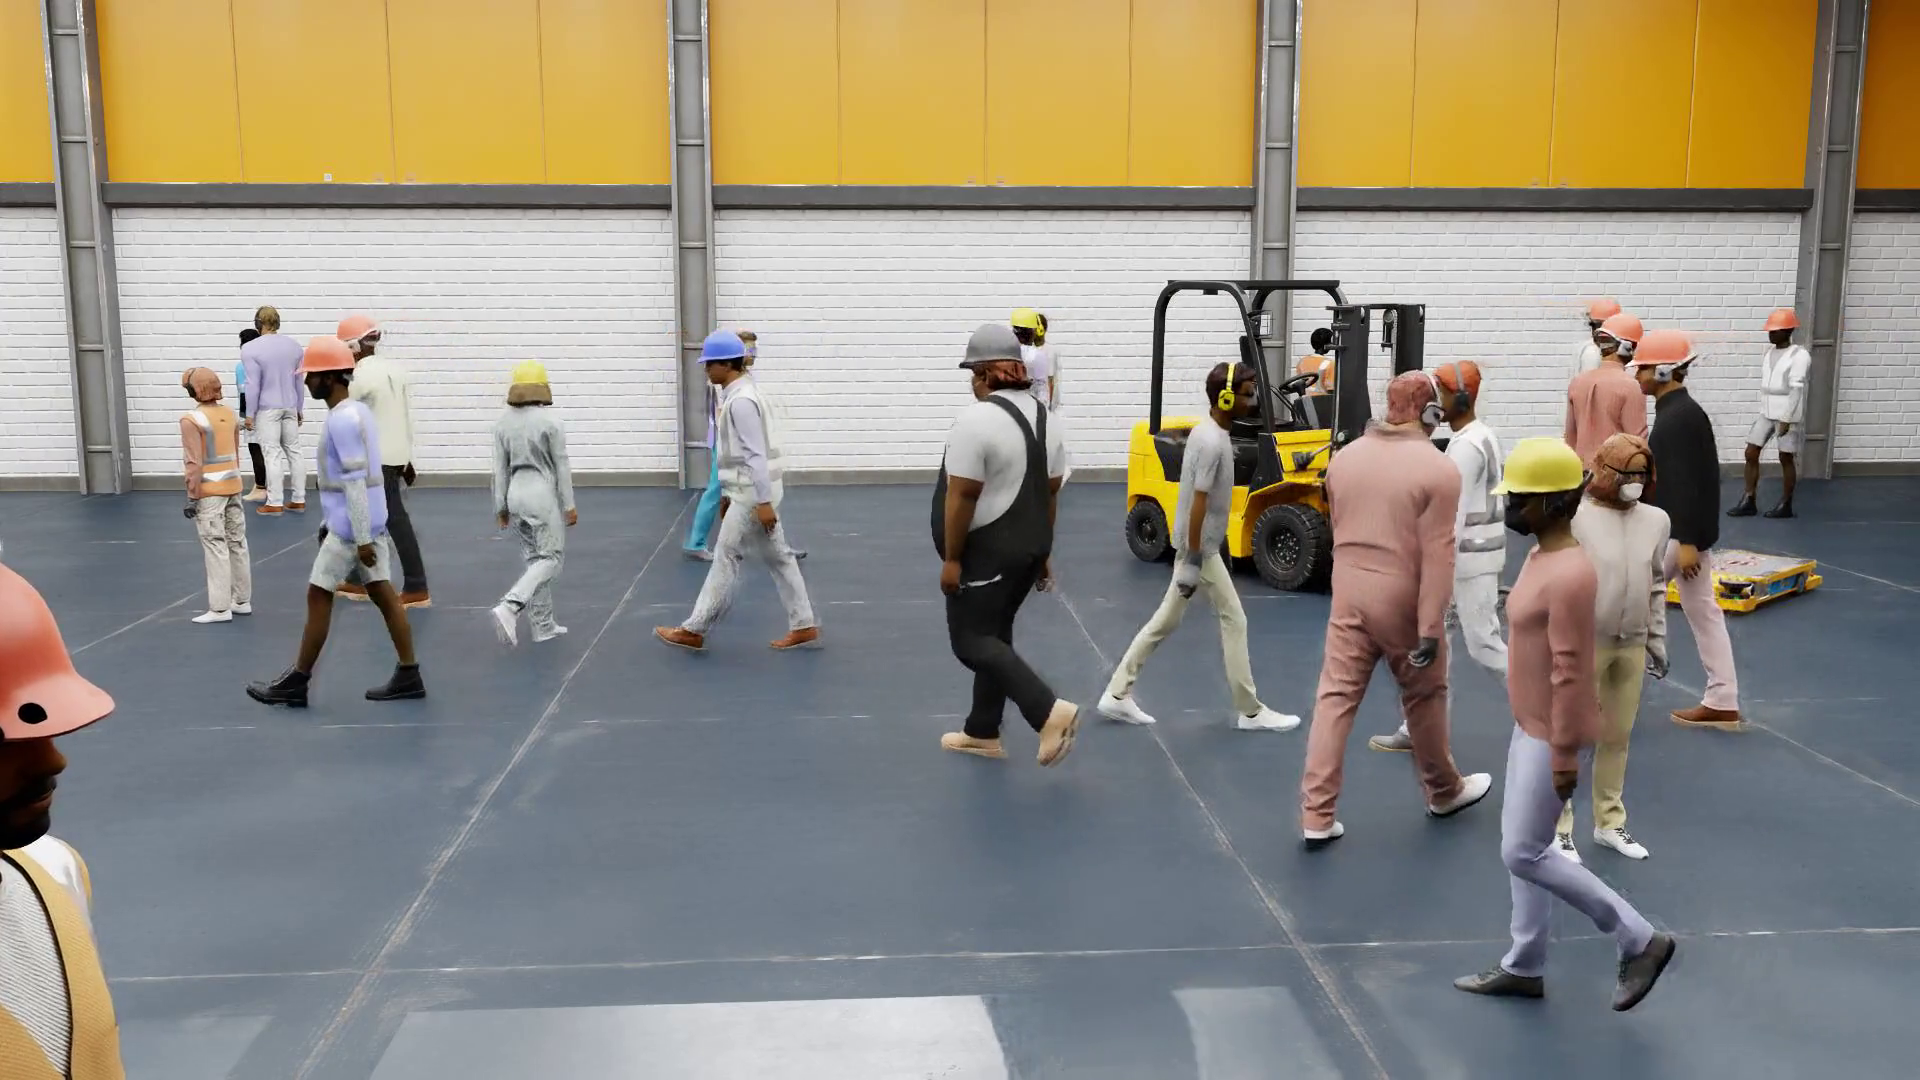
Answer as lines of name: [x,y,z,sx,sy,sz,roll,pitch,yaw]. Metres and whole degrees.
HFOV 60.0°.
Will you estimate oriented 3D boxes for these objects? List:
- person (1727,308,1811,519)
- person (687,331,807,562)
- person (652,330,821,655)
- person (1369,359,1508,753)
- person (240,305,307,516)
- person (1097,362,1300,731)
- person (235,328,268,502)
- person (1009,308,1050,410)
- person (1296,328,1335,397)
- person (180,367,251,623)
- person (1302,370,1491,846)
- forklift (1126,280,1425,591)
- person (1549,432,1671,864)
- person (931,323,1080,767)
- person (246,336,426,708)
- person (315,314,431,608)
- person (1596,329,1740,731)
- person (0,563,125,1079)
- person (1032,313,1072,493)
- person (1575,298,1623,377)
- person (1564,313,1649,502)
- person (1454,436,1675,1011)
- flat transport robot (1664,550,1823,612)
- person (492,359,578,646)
person: [7.320,-1.123,15.013,0.755,1.908,0.543,-3,10,-19]
person: [-1.686,-0.693,12.695,0.990,1.796,0.566,4,10,21]
person: [-1.291,-0.257,9.640,1.032,1.890,0.640,-1,9,-6]
person: [2.379,0.114,7.484,0.897,1.855,0.587,3,9,17]
person: [-6.321,-1.188,15.336,0.375,1.939,0.628,5,11,31]
person: [1.139,0.043,8.049,0.977,1.818,0.535,0,9,1]
person: [-6.888,-1.222,16.305,0.318,1.698,0.534,2,9,13]
person: [0.544,-1.076,14.671,0.594,1.926,0.366,6,11,35]
person: [3.602,-1.298,16.828,0.320,1.690,0.532,-6,11,-31]
person: [-4.755,-0.284,10.605,0.315,1.636,0.515,2,9,11]
person: [1.702,0.261,6.552,1.011,1.837,0.668,-7,12,-39]
forklift: [2.301,-0.860,12.475,1.214,2.155,2.313,-6,11,-35]
person: [2.441,0.407,6.275,0.498,1.633,0.286,-2,9,-14]
person: [0.224,0.022,7.422,0.767,2.000,0.688,6,11,34]
person: [-3.232,-0.084,8.521,0.948,1.891,0.548,-1,9,-7]
person: [-3.961,-0.513,11.054,0.933,1.939,0.650,1,9,8]
person: [3.394,-0.049,8.138,0.963,1.943,0.652,5,10,28]
person: [-1.052,0.963,1.829,0.360,1.939,0.543,0,9,0]
person: [0.855,-1.294,16.297,0.476,1.849,0.555,-4,10,-23]
person: [5.269,-1.032,14.108,0.690,2.021,0.636,3,10,20]
person: [3.901,-0.361,10.002,0.393,1.985,0.611,-4,10,-23]
person: [1.802,0.565,4.938,0.512,1.751,0.531,2,9,11]
flat transport robot: [5.342,0.262,11.450,1.431,0.197,0.652,-9,13,-43]
person: [-2.575,-0.212,9.873,0.494,1.719,0.642,5,10,27]
